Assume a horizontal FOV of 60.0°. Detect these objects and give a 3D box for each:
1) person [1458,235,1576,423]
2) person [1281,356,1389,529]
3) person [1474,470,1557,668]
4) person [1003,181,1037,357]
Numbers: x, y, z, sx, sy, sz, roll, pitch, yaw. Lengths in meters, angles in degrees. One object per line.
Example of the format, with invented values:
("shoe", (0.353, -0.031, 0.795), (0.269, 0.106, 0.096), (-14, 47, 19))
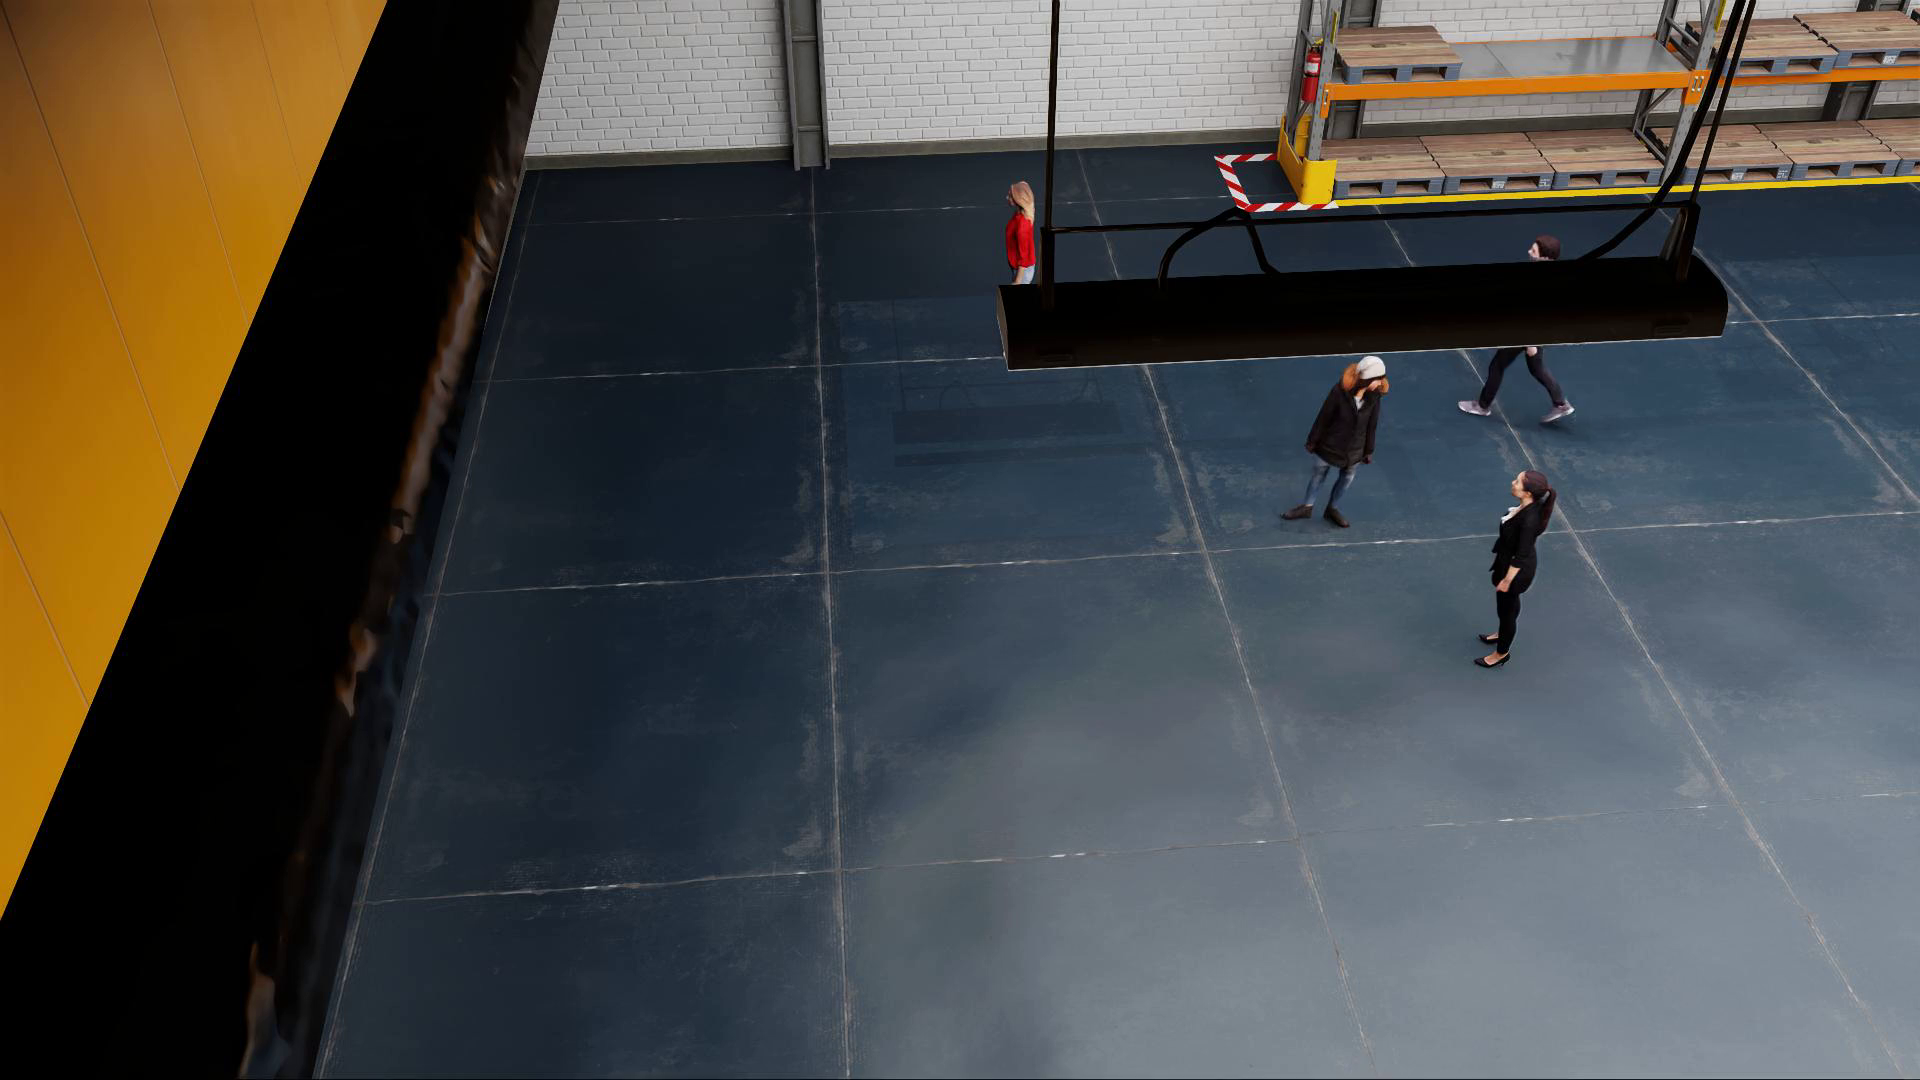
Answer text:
("person", (4.899, -1.748, 14.087), (1.257, 1.775, 1.034), (17, 42, 20))
("person", (2.925, -0.775, 13.001), (0.511, 1.611, 0.867), (5, 39, 6))
("person", (3.918, 0.202, 11.738), (0.692, 1.660, 0.686), (14, 41, 17))
("person", (0.550, -2.437, 15.007), (0.532, 1.704, 0.641), (1, 39, 1))
